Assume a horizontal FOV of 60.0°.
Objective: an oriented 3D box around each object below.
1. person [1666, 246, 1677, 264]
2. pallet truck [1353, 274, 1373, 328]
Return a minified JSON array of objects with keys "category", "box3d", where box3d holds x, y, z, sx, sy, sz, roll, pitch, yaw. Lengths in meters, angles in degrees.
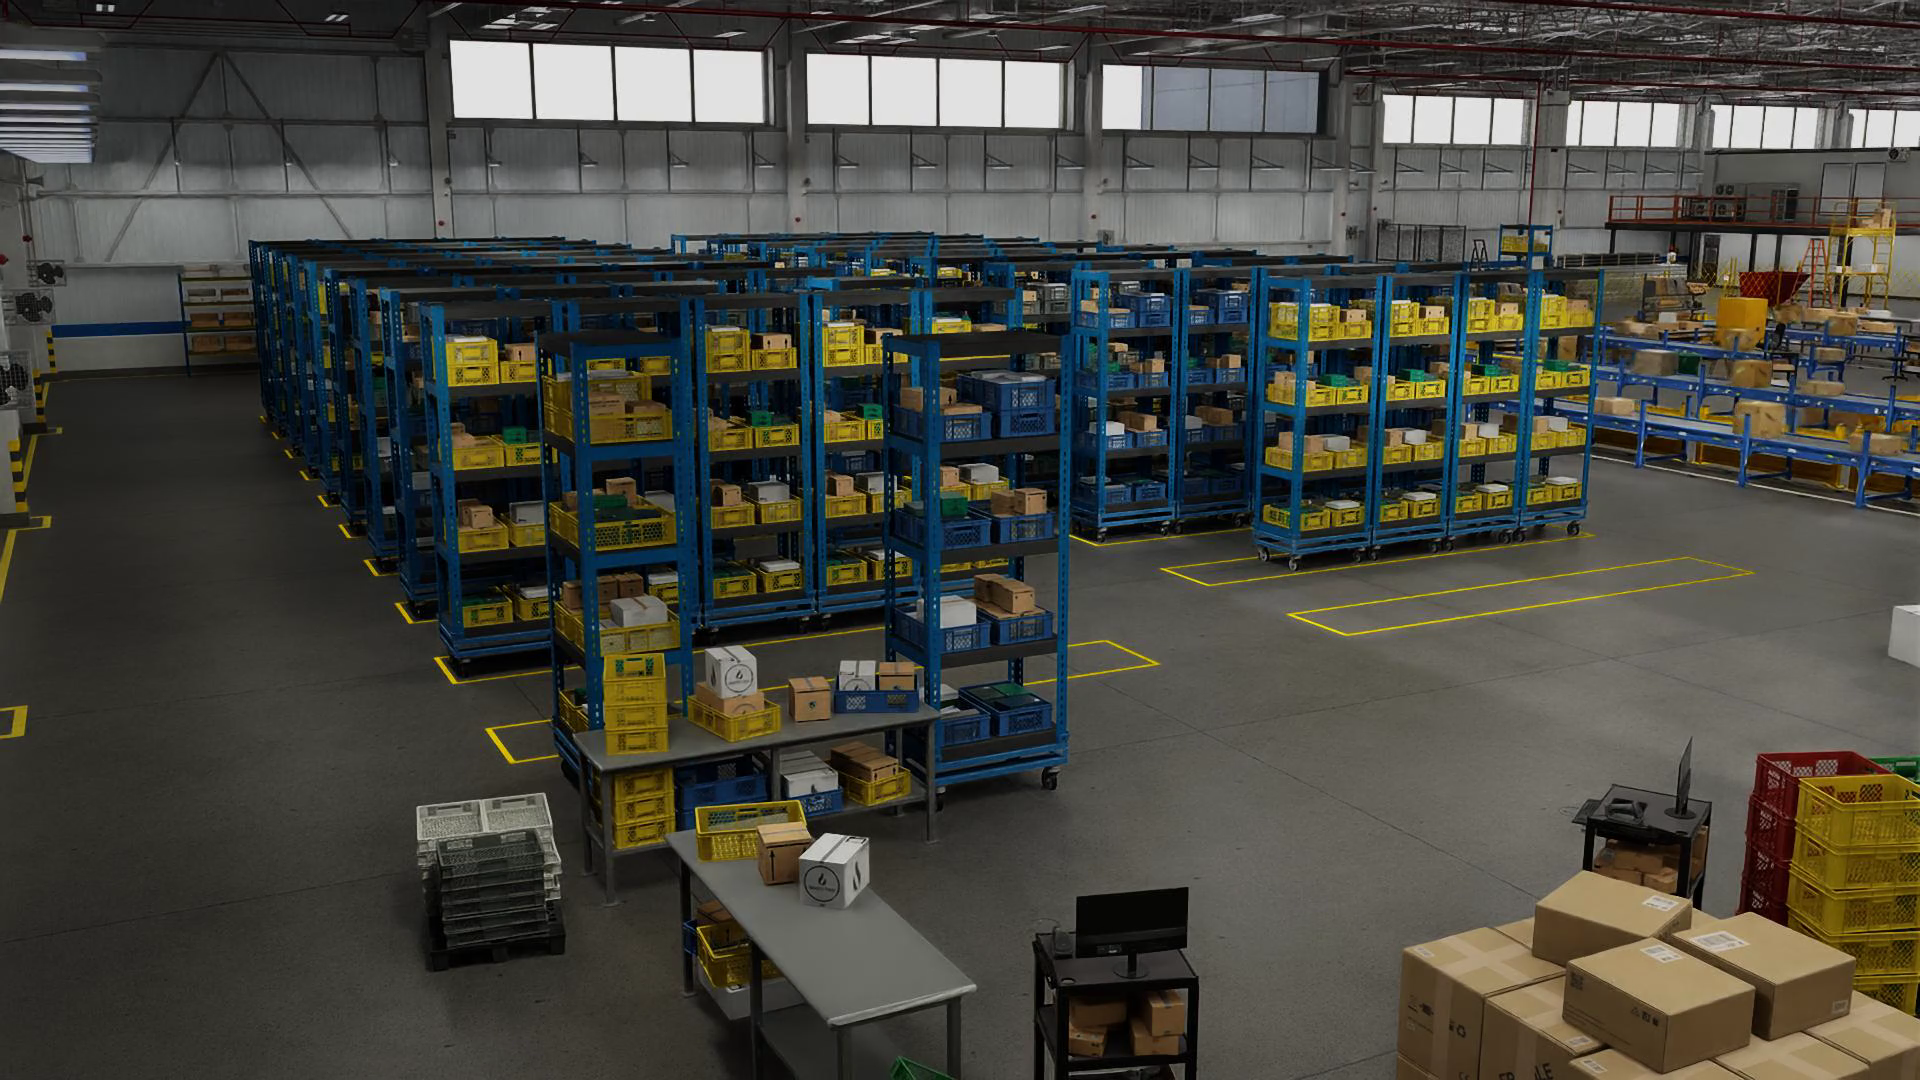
[{"category":"person","box3d":[32.949,-12.679,77.164,0.576,1.883,0.354,-7,14,-29]},{"category":"pallet truck","box3d":[13.011,-8.050,55.243,0.823,1.965,1.885,-7,14,-28]}]
